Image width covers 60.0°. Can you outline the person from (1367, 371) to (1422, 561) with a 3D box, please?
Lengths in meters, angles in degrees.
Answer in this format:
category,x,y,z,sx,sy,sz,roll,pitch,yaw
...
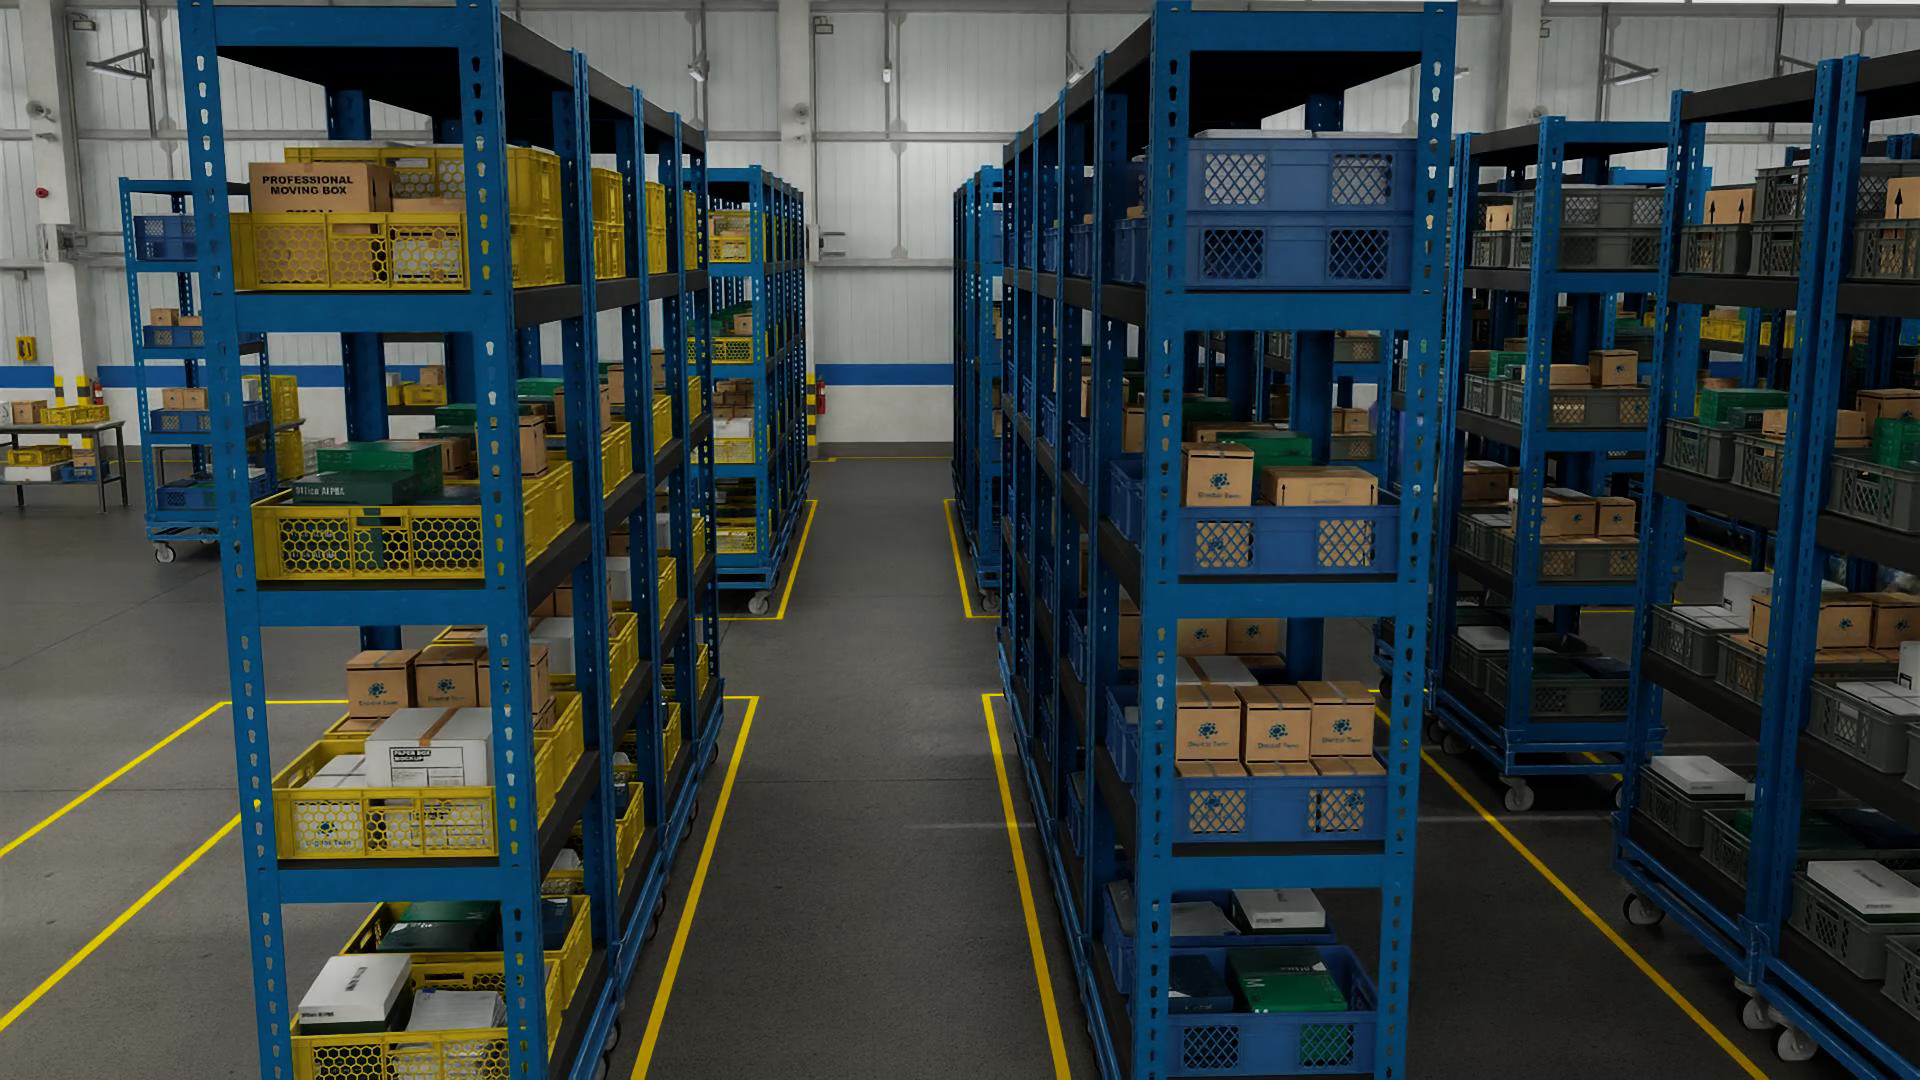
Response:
category,x,y,z,sx,sy,sz,roll,pitch,yaw
person,4.115,-0.690,15.721,0.581,1.825,0.733,-1,10,-7

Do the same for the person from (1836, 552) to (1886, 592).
category,x,y,z,sx,sy,sz,roll,pitch,yaw
person,6.699,-0.083,12.243,0.600,1.831,0.404,-5,11,-24

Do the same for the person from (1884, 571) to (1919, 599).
category,x,y,z,sx,sy,sz,roll,pitch,yaw
person,7.802,-0.329,13.238,0.439,1.973,0.639,0,10,0
